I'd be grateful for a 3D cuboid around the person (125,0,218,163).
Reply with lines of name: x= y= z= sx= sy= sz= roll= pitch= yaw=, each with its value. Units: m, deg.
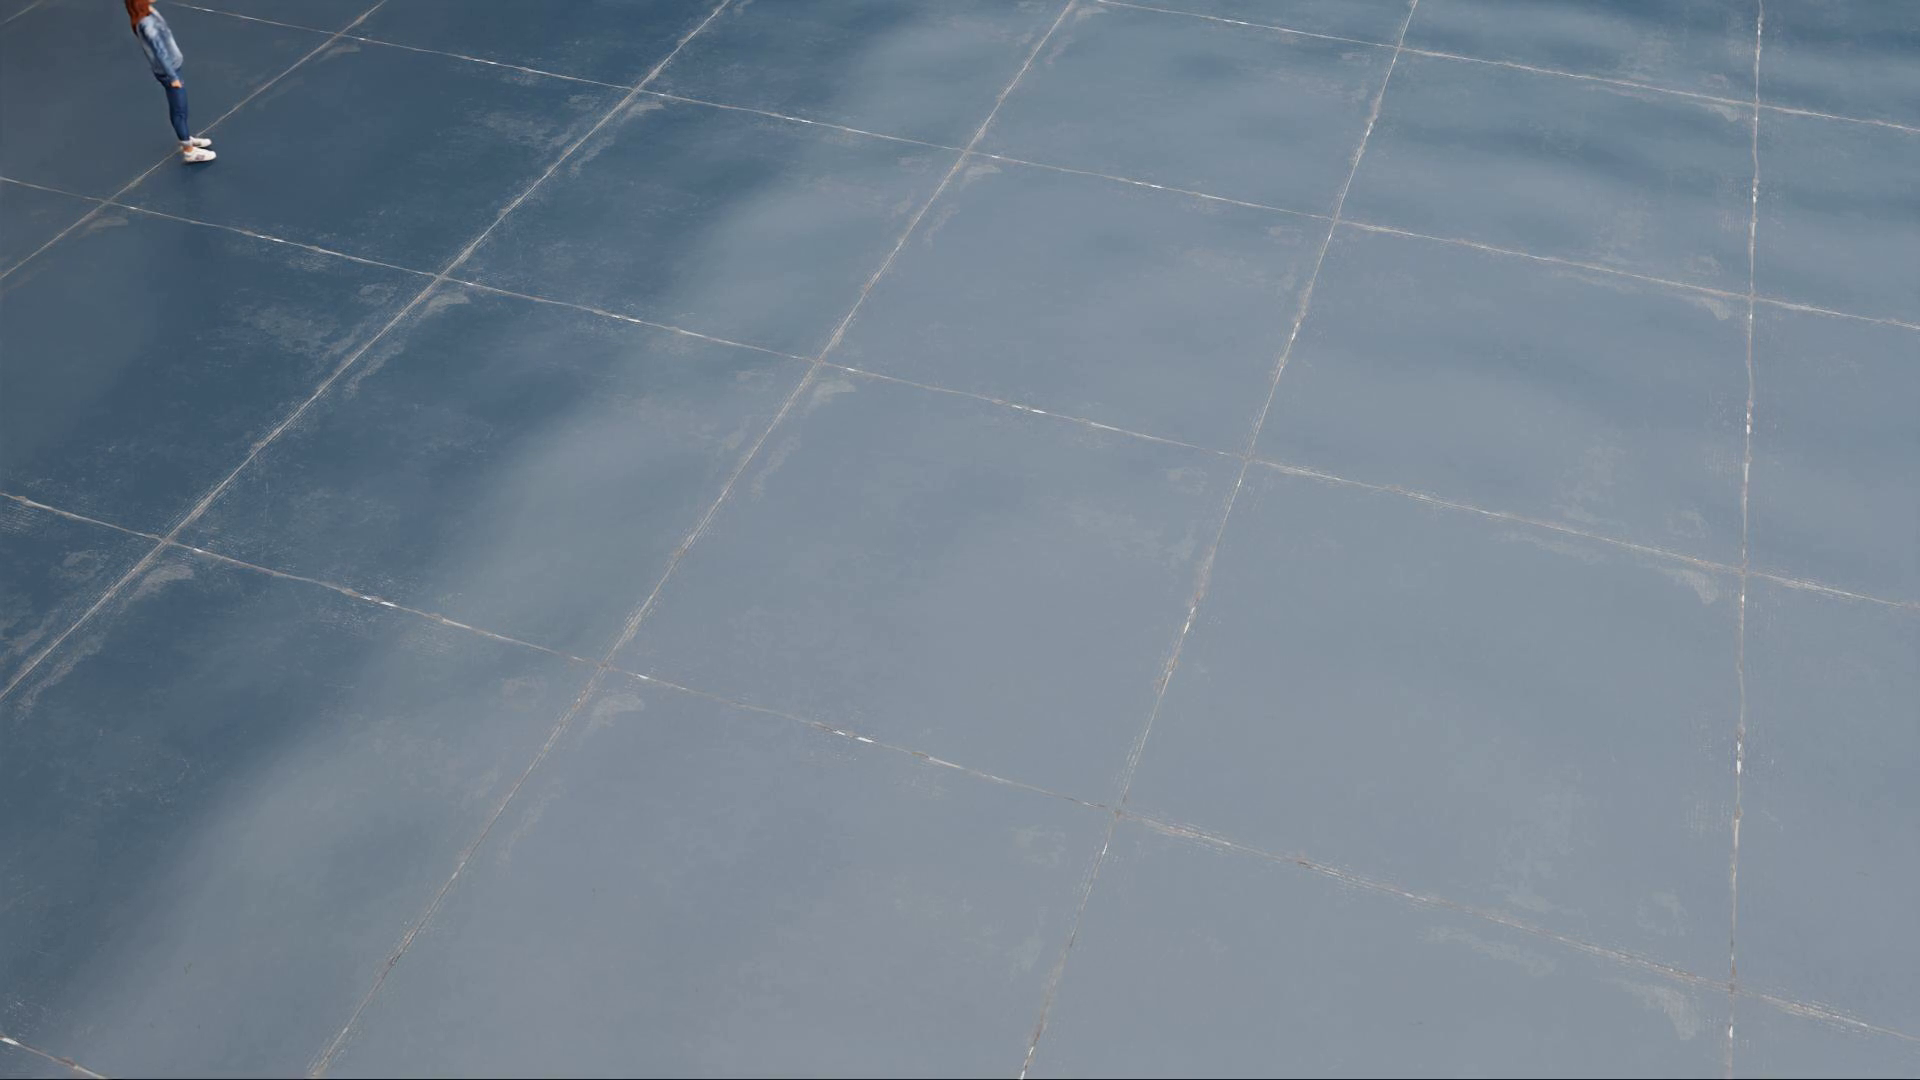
person: x=-6.161 y=-3.658 z=12.908 sx=0.698 sy=1.476 sz=0.629 roll=-20 pitch=46 yaw=-20
